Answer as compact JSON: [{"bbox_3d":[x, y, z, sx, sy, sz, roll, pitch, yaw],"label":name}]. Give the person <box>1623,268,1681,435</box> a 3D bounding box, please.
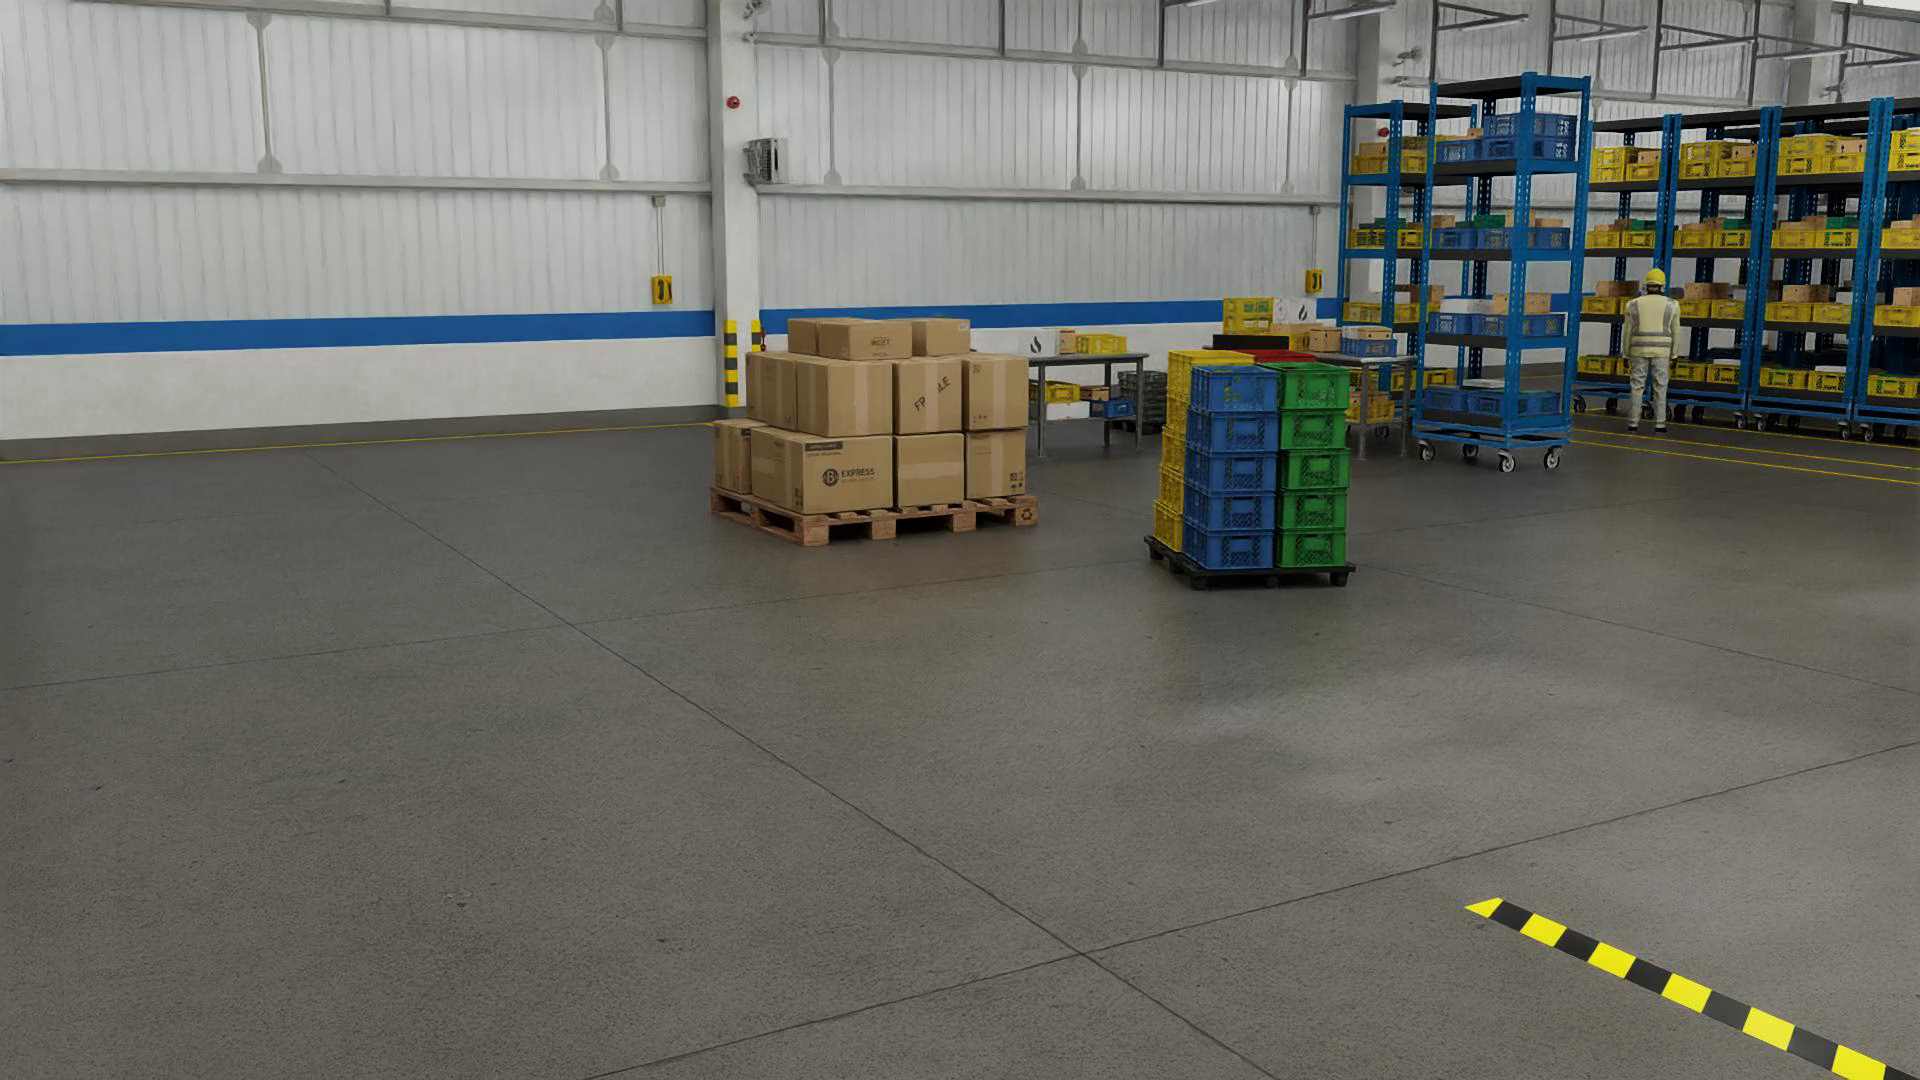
[{"bbox_3d":[7.624,-2.071,18.353,0.592,1.837,0.404,5,11,26],"label":"person"}]
